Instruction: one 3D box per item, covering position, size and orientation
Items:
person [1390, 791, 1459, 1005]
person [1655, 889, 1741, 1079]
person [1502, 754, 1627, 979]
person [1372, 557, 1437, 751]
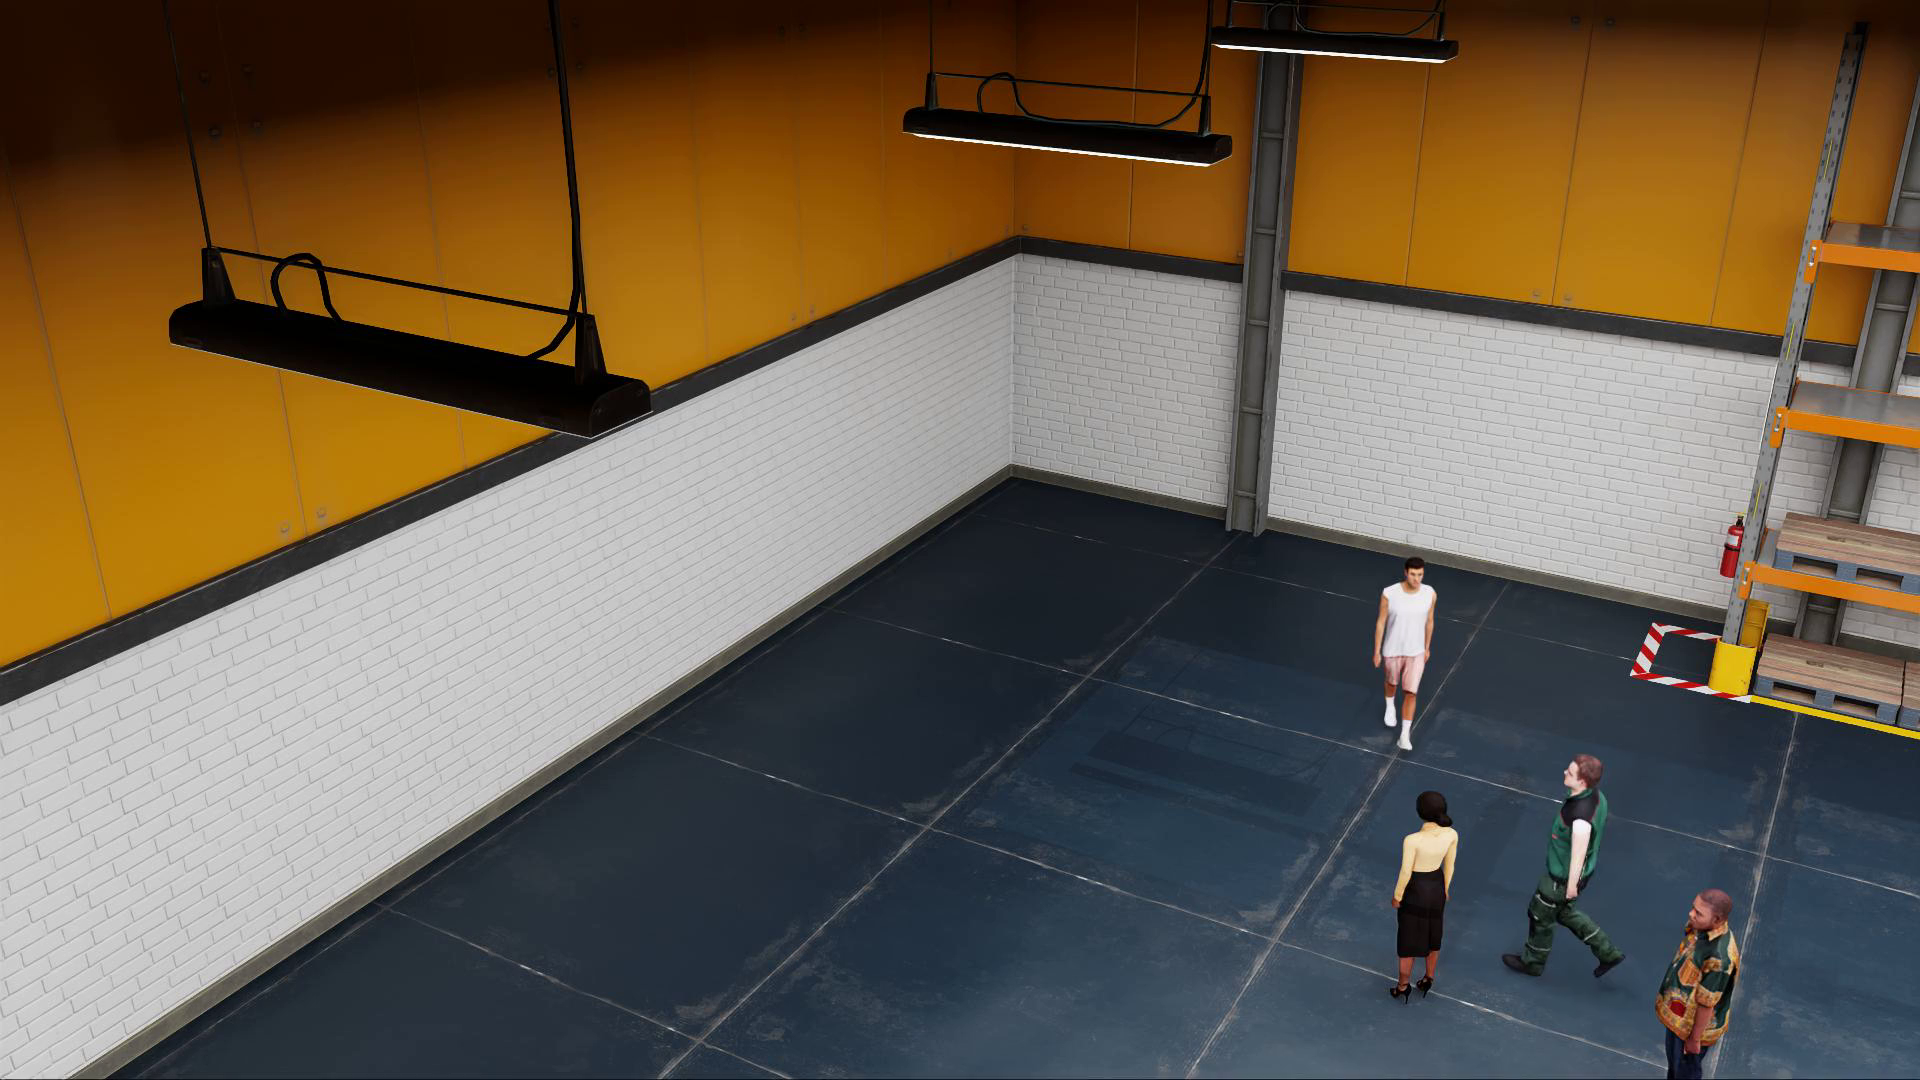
[{"bbox_3d":[3.172,2.443,11.401,0.662,1.654,0.721,-6,24,-14],"label":"person"},{"bbox_3d":[4.499,2.893,10.182,0.785,1.806,0.780,3,24,7],"label":"person"},{"bbox_3d":[4.288,2.296,11.525,0.999,1.824,0.632,13,27,27],"label":"person"},{"bbox_3d":[3.923,0.935,14.750,1.133,1.735,0.974,4,24,9],"label":"person"}]
